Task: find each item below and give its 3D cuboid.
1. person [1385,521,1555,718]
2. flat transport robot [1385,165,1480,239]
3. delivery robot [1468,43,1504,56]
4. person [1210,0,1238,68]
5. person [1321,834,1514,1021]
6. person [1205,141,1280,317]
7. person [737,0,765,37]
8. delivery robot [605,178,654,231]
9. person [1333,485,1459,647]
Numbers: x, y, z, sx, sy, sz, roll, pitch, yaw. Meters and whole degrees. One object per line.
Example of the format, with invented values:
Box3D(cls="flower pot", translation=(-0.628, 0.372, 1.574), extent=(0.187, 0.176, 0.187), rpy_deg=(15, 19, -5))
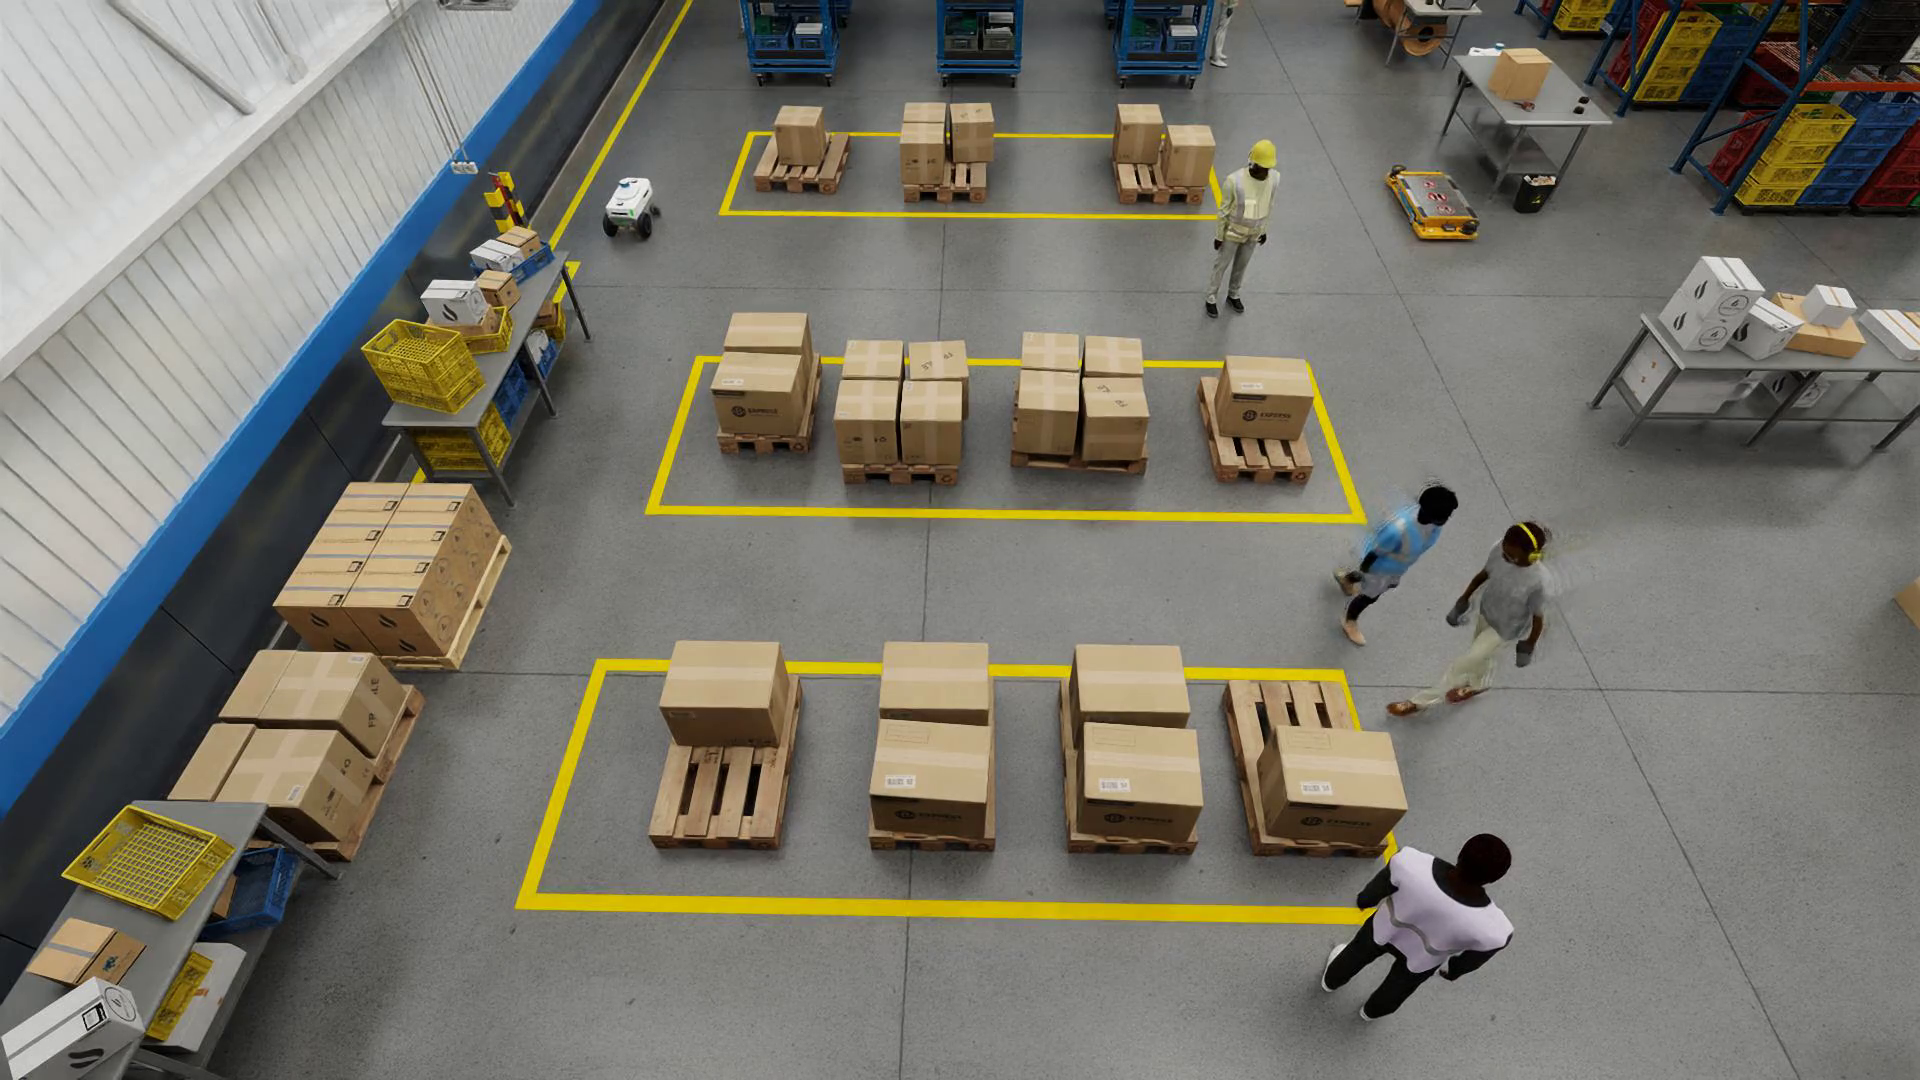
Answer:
Box3D(cls="person", translation=(3.417, 0.572, 6.009), extent=(0.924, 1.806, 0.588), rpy_deg=(-6, 49, -5))
Box3D(cls="flat transport robot", translation=(5.692, -4.094, 11.059), extent=(0.652, 0.197, 1.431), rpy_deg=(1, 49, 1))
Box3D(cls="delivery robot", translation=(7.706, -6.912, 13.252), extent=(0.707, 0.478, 0.477), rpy_deg=(21, 52, 17))
Box3D(cls="person", translation=(3.944, -7.859, 13.417), extent=(0.314, 1.641, 0.515), rpy_deg=(10, 50, 8))
Box3D(cls="person", translation=(2.306, 2.016, 4.692), extent=(0.391, 1.915, 0.587), rpy_deg=(-36, 58, -27))
Box3D(cls="person", translation=(2.827, -3.092, 9.168), extent=(0.598, 1.829, 0.404), rpy_deg=(-13, 50, -11))
Box3D(cls="person", translation=(-3.284, -8.721, 13.937), extent=(0.608, 1.987, 0.391), rpy_deg=(11, 50, 9))
Box3D(cls="delivery robot", translation=(-3.859, -3.964, 10.700), extent=(0.477, 0.478, 0.707), rpy_deg=(3, 49, 3))
Box3D(cls="person", translation=(3.012, 0.091, 6.518), extent=(0.553, 1.663, 0.592), rpy_deg=(-21, 52, -17))
